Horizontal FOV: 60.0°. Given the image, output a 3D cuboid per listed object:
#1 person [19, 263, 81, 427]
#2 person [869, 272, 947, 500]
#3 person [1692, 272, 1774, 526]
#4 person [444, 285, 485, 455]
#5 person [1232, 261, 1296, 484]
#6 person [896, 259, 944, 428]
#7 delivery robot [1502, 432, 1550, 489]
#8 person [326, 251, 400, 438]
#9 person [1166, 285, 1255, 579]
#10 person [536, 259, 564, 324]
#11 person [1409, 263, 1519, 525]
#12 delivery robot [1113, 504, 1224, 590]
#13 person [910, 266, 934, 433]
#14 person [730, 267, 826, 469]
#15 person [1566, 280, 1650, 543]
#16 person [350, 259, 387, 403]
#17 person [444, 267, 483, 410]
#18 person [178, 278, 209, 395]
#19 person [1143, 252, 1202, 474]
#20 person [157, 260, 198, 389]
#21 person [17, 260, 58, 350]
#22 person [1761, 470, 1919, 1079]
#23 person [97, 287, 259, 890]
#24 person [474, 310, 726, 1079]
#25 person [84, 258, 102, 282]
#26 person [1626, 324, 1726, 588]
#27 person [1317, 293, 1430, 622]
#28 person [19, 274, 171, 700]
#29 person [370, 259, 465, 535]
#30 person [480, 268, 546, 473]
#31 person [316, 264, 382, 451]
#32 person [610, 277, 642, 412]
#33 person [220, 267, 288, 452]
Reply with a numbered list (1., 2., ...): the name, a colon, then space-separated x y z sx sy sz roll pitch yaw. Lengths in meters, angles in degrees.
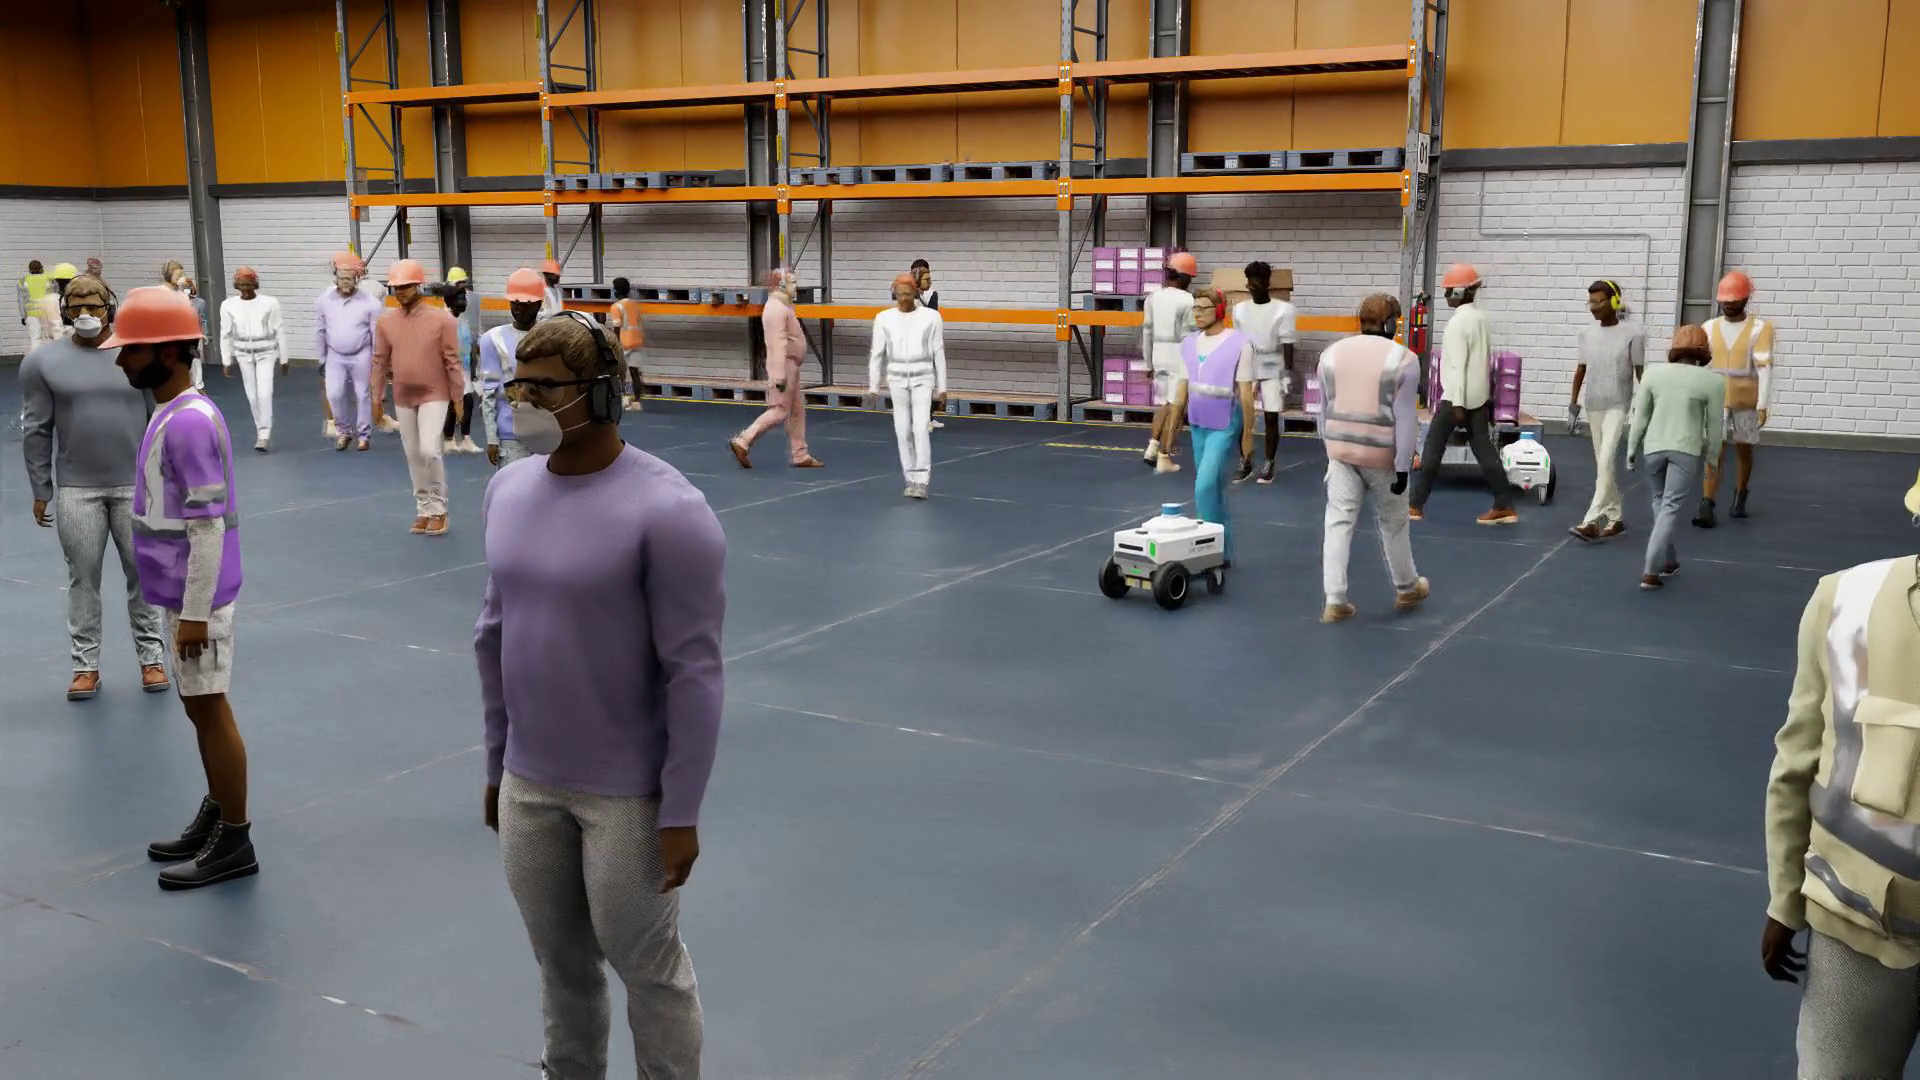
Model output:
1. person: -9.582 -1.997 17.725 0.875 1.902 0.578 0 10 1
2. person: -0.423 -1.271 13.702 0.610 1.873 0.440 1 10 8
3. person: 5.779 -1.049 12.408 0.574 1.883 1.027 8 13 39
4. person: -4.901 -1.673 16.465 0.593 1.674 0.557 0 10 2
5. person: 2.600 -1.434 14.388 0.632 1.937 0.648 5 11 27
6. person: -0.467 -2.226 18.948 0.590 1.919 0.392 8 12 37
7. delivery robot: 4.607 -0.636 13.538 0.477 0.478 0.707 3 10 16
8. person: -6.448 -2.084 17.889 0.976 2.001 0.634 1 10 3
9. person: 1.504 -0.667 10.398 0.723 1.819 0.595 -7 12 -34
10. person: -5.510 -2.752 21.997 0.834 1.910 0.553 4 11 20
11. person: 3.748 -1.078 12.402 0.993 1.947 0.617 10 14 43
12. delivery robot: 1.232 0.030 9.765 0.707 0.478 0.477 -9 14 -43
13. person: -0.458 -2.111 18.501 0.343 1.847 0.506 0 10 3
14. person: -1.701 -1.581 15.407 0.820 1.882 0.650 -1 10 -5
15. person: 4.467 -0.887 11.633 0.927 1.821 0.526 -8 13 -39
16. person: -7.883 -2.749 21.958 0.642 1.905 0.401 -9 14 -43
17. person: -6.112 -2.440 20.456 0.448 1.817 0.594 4 11 21
18. person: -10.673 -2.807 23.043 0.501 1.632 0.280 -8 13 -38
19. person: 1.953 -1.593 15.086 0.452 2.014 0.617 -9 13 -41
20. person: -8.415 -2.019 17.756 0.647 1.927 0.642 1 10 6
21. person: -15.339 -3.740 27.756 0.621 1.838 0.429 -5 11 -24
22. person: 1.685 0.663 2.853 0.587 1.825 0.404 7 12 35
23. person: -2.527 0.158 5.395 0.362 1.935 0.551 -6 11 -29
24. person: -0.760 0.503 3.438 0.628 1.940 0.373 6 12 31
25. person: -14.966 -3.920 28.703 0.491 1.867 0.700 -6 12 -29
26. person: 4.383 -0.518 10.161 0.517 1.588 0.768 9 14 43
27. person: 2.326 -0.471 9.325 0.642 1.798 0.912 8 13 38
28. person: -3.929 -0.242 7.652 0.638 1.938 0.356 -5 11 -25
29. person: -3.889 -1.003 11.862 0.649 1.969 0.599 1 10 8
30. person: -2.575 -0.650 9.976 0.547 1.934 0.376 -6 12 -32
31. person: -6.144 -1.826 16.761 0.675 1.886 0.524 -2 10 -9
32. person: -4.167 -2.418 20.712 0.395 1.686 0.548 5 11 27
33. person: -7.095 -1.796 16.661 0.587 1.854 0.831 -1 10 -8
